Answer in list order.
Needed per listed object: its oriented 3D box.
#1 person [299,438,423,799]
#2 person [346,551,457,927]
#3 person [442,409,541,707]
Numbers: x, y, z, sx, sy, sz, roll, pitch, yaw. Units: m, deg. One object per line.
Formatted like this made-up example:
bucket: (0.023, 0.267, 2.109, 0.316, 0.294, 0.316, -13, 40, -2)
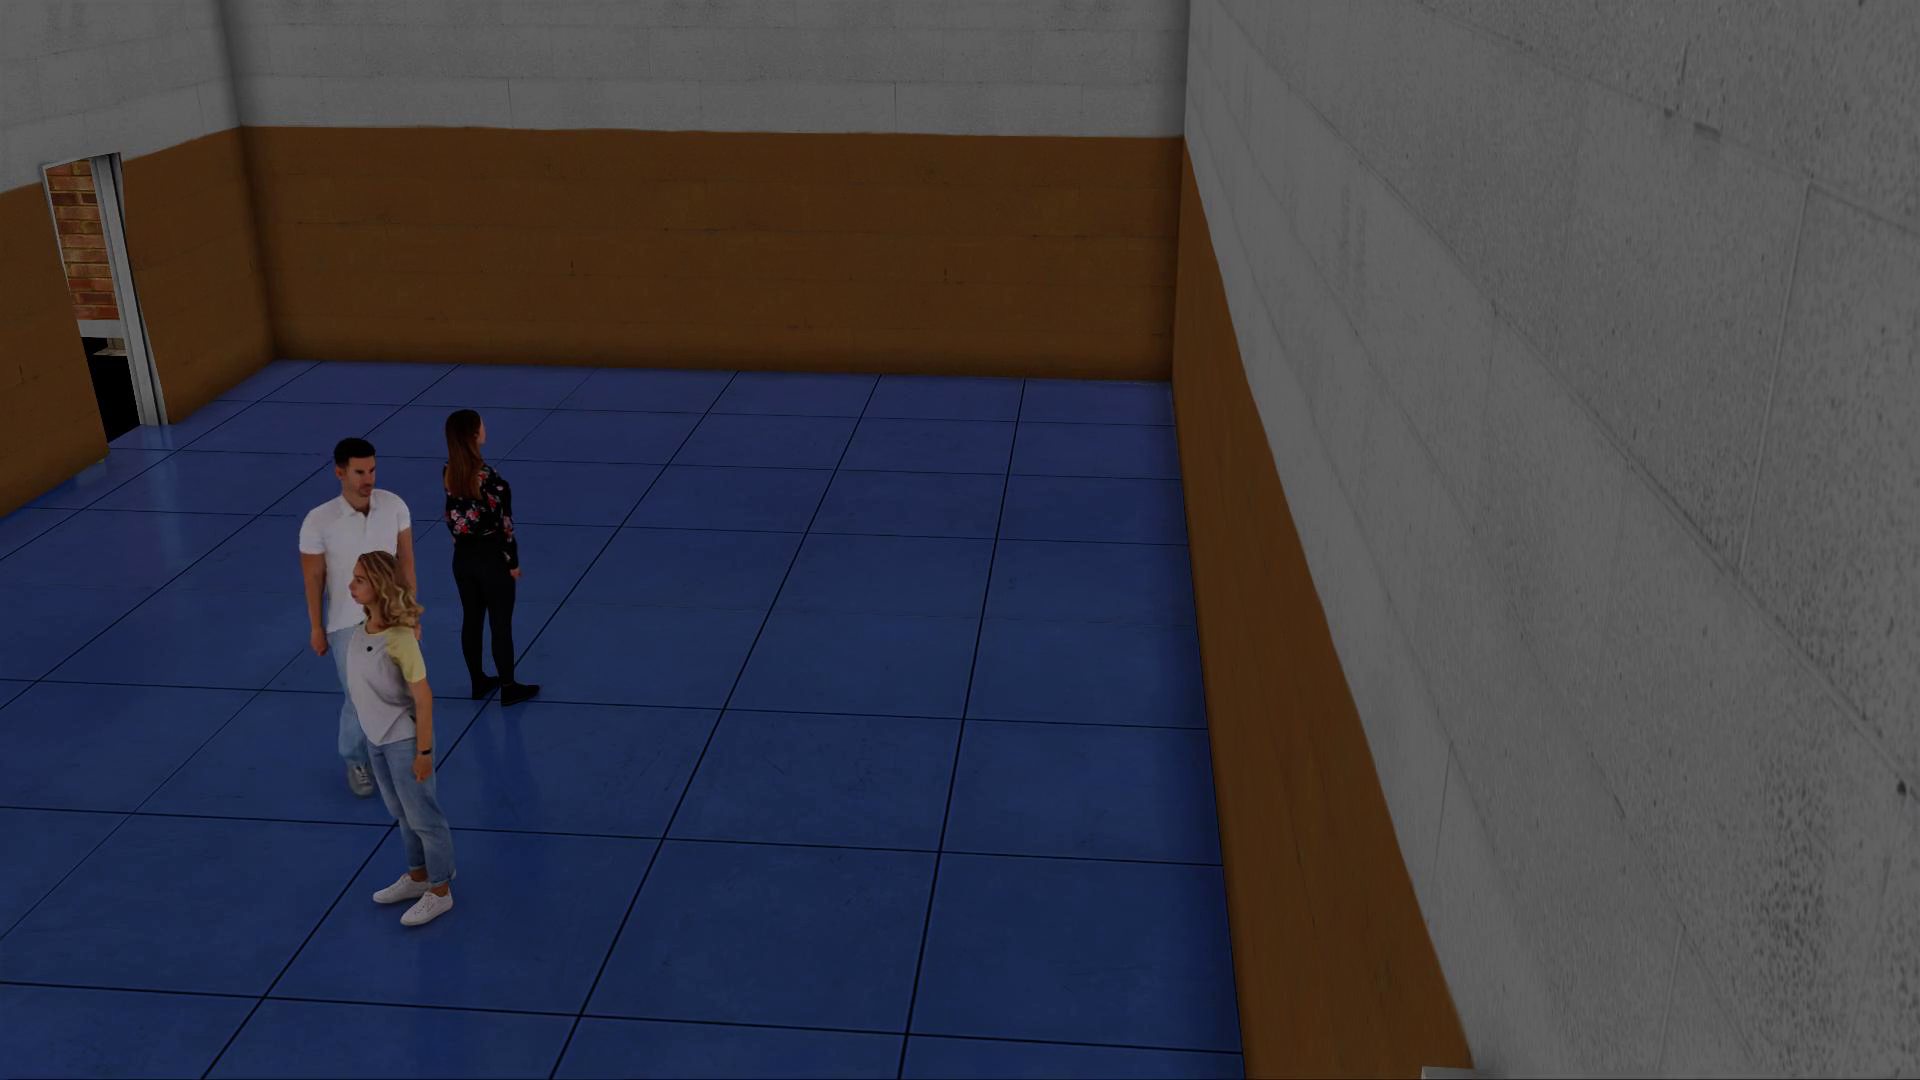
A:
person: (-2.966, 0.356, 8.186, 0.798, 1.841, 0.842, -18, 28, -37)
person: (-2.384, 0.840, 7.118, 0.764, 1.722, 0.697, -19, 28, -39)
person: (-2.599, 0.098, 9.043, 0.574, 1.680, 0.702, 11, 25, 26)
